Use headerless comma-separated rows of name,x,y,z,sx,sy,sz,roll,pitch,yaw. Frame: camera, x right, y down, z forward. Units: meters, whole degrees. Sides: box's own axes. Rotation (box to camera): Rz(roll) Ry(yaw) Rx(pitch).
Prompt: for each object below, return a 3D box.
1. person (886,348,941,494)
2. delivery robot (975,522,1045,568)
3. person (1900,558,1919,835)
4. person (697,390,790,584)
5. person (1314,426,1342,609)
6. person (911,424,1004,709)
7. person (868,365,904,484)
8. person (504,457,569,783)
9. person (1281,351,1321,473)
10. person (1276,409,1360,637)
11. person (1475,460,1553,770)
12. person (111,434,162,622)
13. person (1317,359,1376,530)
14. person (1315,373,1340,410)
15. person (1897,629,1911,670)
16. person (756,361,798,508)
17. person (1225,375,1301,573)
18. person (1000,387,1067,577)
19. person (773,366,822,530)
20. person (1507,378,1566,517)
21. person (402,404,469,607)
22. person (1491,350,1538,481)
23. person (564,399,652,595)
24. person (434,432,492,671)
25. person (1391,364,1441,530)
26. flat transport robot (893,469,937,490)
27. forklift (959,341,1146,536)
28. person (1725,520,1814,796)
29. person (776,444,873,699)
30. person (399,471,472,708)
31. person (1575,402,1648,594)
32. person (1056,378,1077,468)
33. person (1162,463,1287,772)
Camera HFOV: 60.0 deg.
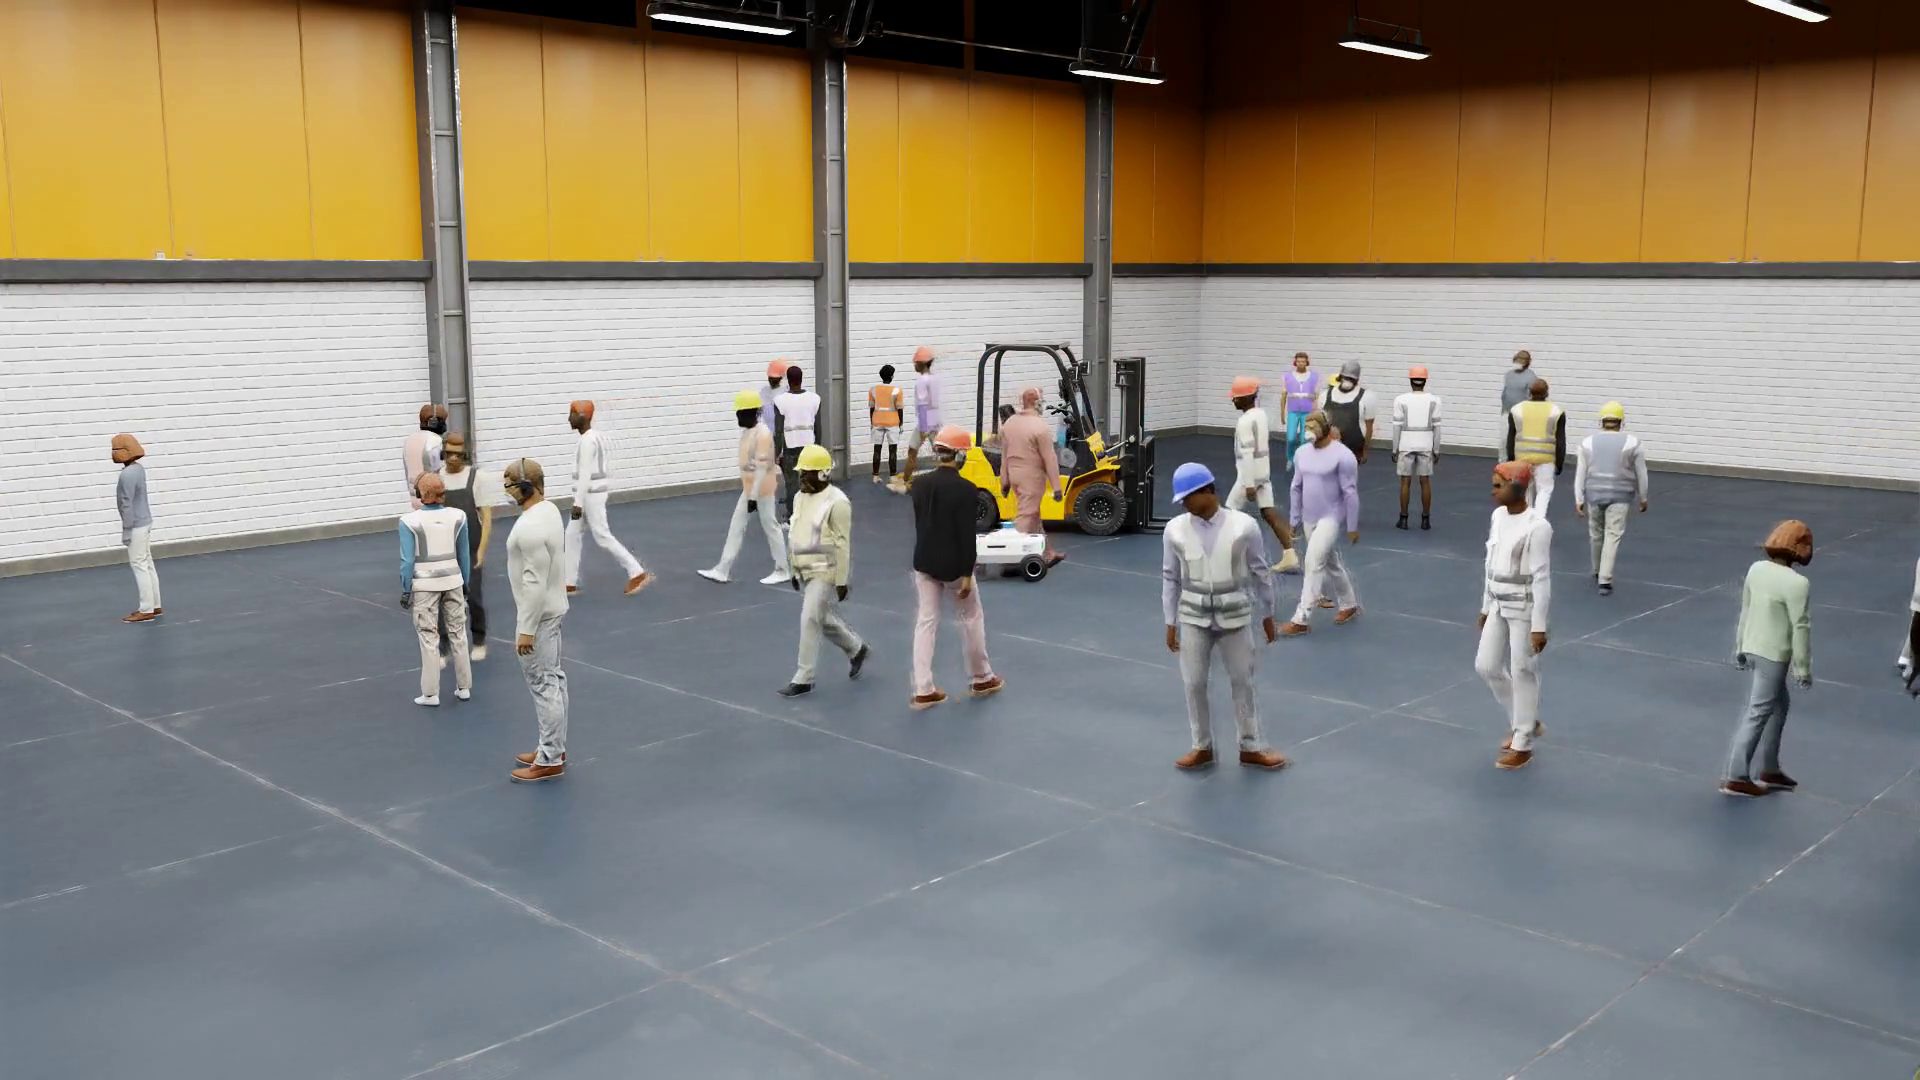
person,-0.482,-1.575,22.250,1.037,1.987,0.629,4,10,25
delivery robot,0.466,0.066,16.280,0.707,0.478,0.477,0,9,-3
person,5.296,0.652,8.694,0.630,1.954,0.374,6,11,31
person,-2.048,-0.478,15.835,0.954,1.876,0.608,-5,11,-29
person,3.276,-0.210,14.959,0.268,1.632,0.507,1,9,6
person,-0.028,0.165,11.658,0.612,1.954,0.922,6,11,34
person,-1.035,-1.622,23.442,0.532,1.691,0.318,3,10,15
person,-2.516,0.469,9.876,0.373,1.935,0.628,-1,9,-6
person,5.010,-1.859,24.481,0.562,1.830,0.450,1,9,8
person,3.058,-0.165,13.951,1.045,1.884,0.626,-6,11,-32
person,3.442,0.445,10.204,0.445,1.879,0.676,-2,9,-12
person,-7.114,-0.104,14.338,0.274,1.627,0.498,-2,10,-15
person,4.508,-1.150,19.478,0.695,2.000,0.798,5,11,30
person,4.657,-1.202,20.661,0.547,1.751,0.365,-1,9,-3
person,7.481,0.091,12.387,0.983,1.881,0.604,-2,9,-12
person,-2.397,-1.356,21.246,0.645,1.877,0.999,9,13,44
person,2.939,-0.652,16.601,1.069,1.989,0.643,6,11,35
person,0.785,-0.579,16.514,0.963,1.857,0.665,-7,11,-35
person,-1.885,-1.063,19.333,0.587,1.914,0.392,-4,10,-26
person,6.459,-0.909,18.687,0.633,1.818,0.738,5,10,26
person,-4.684,-0.296,14.869,0.619,1.838,0.430,8,12,40
person,7.852,-1.725,23.424,0.625,1.900,0.665,-6,11,-32
person,-3.362,-0.384,15.399,0.944,1.851,0.584,-3,10,-15
person,-3.807,0.070,12.721,0.522,1.814,0.628,0,9,-1
person,5.310,-1.084,19.396,0.551,1.932,0.378,1,9,7
flat transport robot,-0.247,-0.852,23.062,0.652,0.197,1.431,7,12,38
forklift,0.977,-1.223,19.452,2.313,2.155,1.214,2,9,11
person,4.709,0.681,9.527,0.596,1.609,0.535,-1,9,-6
person,-0.973,0.201,11.922,0.822,1.804,0.602,-7,12,-36
person,-3.640,0.341,11.561,0.523,1.638,0.311,-9,13,-43
person,6.166,-0.410,15.736,0.608,1.778,0.945,6,11,35
person,1.363,-1.184,20.744,0.393,1.685,0.551,0,9,1
person,1.596,0.479,9.947,0.777,1.897,0.433,2,10,14
